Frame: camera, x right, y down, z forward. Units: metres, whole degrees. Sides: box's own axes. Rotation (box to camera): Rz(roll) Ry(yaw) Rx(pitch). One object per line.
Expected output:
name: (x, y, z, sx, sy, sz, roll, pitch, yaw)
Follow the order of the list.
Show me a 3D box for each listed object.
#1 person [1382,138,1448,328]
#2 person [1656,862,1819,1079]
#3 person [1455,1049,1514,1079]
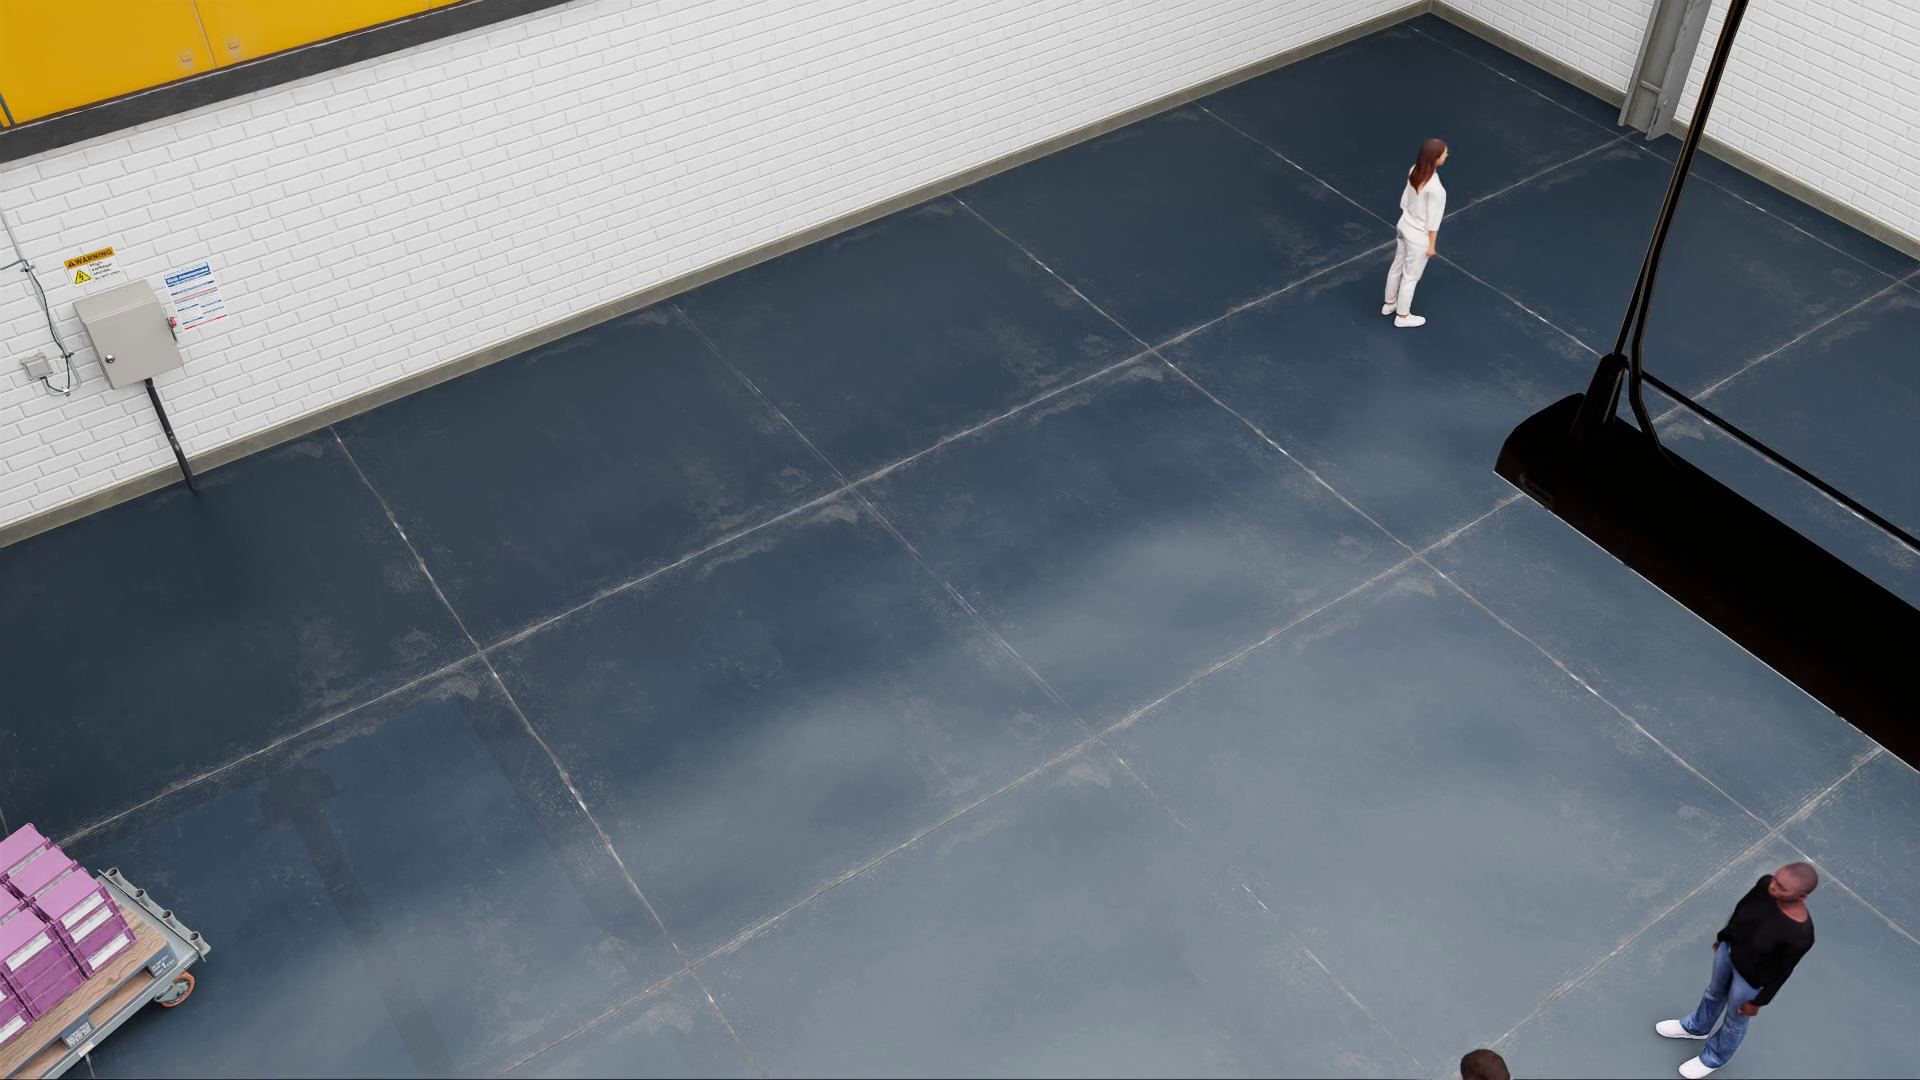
person: (3.730, -2.517, 13.597, 0.716, 1.688, 0.575, -12, 45, -13)
person: (4.085, 2.199, 8.601, 0.735, 1.749, 0.616, -6, 44, -6)
person: (2.238, 2.869, 7.820, 0.750, 1.857, 0.919, -20, 47, -19)
